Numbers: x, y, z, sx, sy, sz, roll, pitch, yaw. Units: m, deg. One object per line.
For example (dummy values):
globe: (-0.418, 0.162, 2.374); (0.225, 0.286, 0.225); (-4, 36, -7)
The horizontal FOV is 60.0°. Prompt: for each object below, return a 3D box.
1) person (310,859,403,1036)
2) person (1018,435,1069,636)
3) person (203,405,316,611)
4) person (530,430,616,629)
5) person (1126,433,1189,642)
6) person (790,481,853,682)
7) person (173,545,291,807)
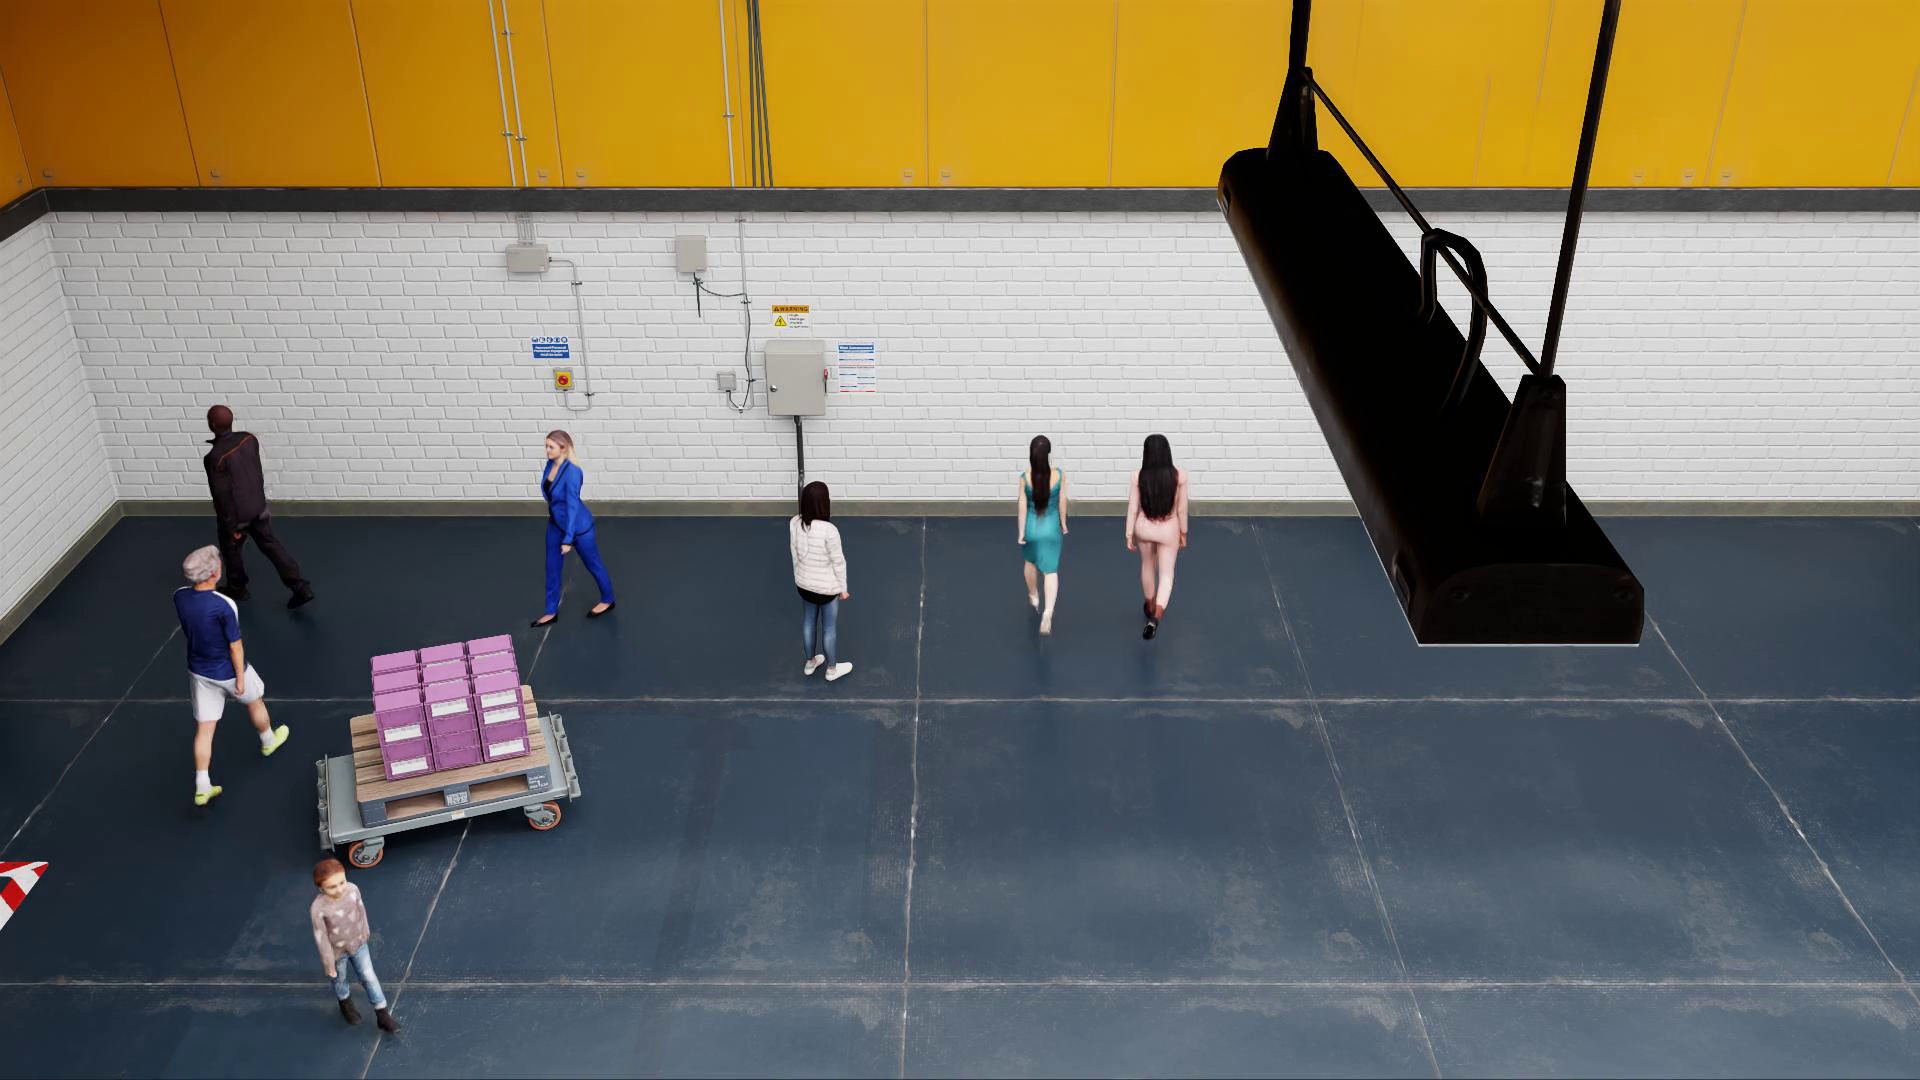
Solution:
person: (-3.503, 2.251, 9.384); (0.734, 1.175, 0.800); (-24, 36, -36)
person: (0.651, -0.017, 13.036); (0.548, 1.659, 0.980); (-1, 29, -1)
person: (-5.644, -0.233, 13.282); (1.100, 1.804, 1.263); (13, 31, 22)
person: (-2.998, -0.119, 13.207); (0.973, 1.675, 1.049); (23, 36, 35)
person: (1.538, 0.007, 12.953); (0.715, 1.697, 1.075); (3, 29, 6)
person: (-1.057, 0.301, 12.475); (0.699, 1.638, 0.708); (15, 32, 26)
person: (-5.030, 0.932, 11.160); (0.751, 1.790, 1.242); (3, 29, 6)
